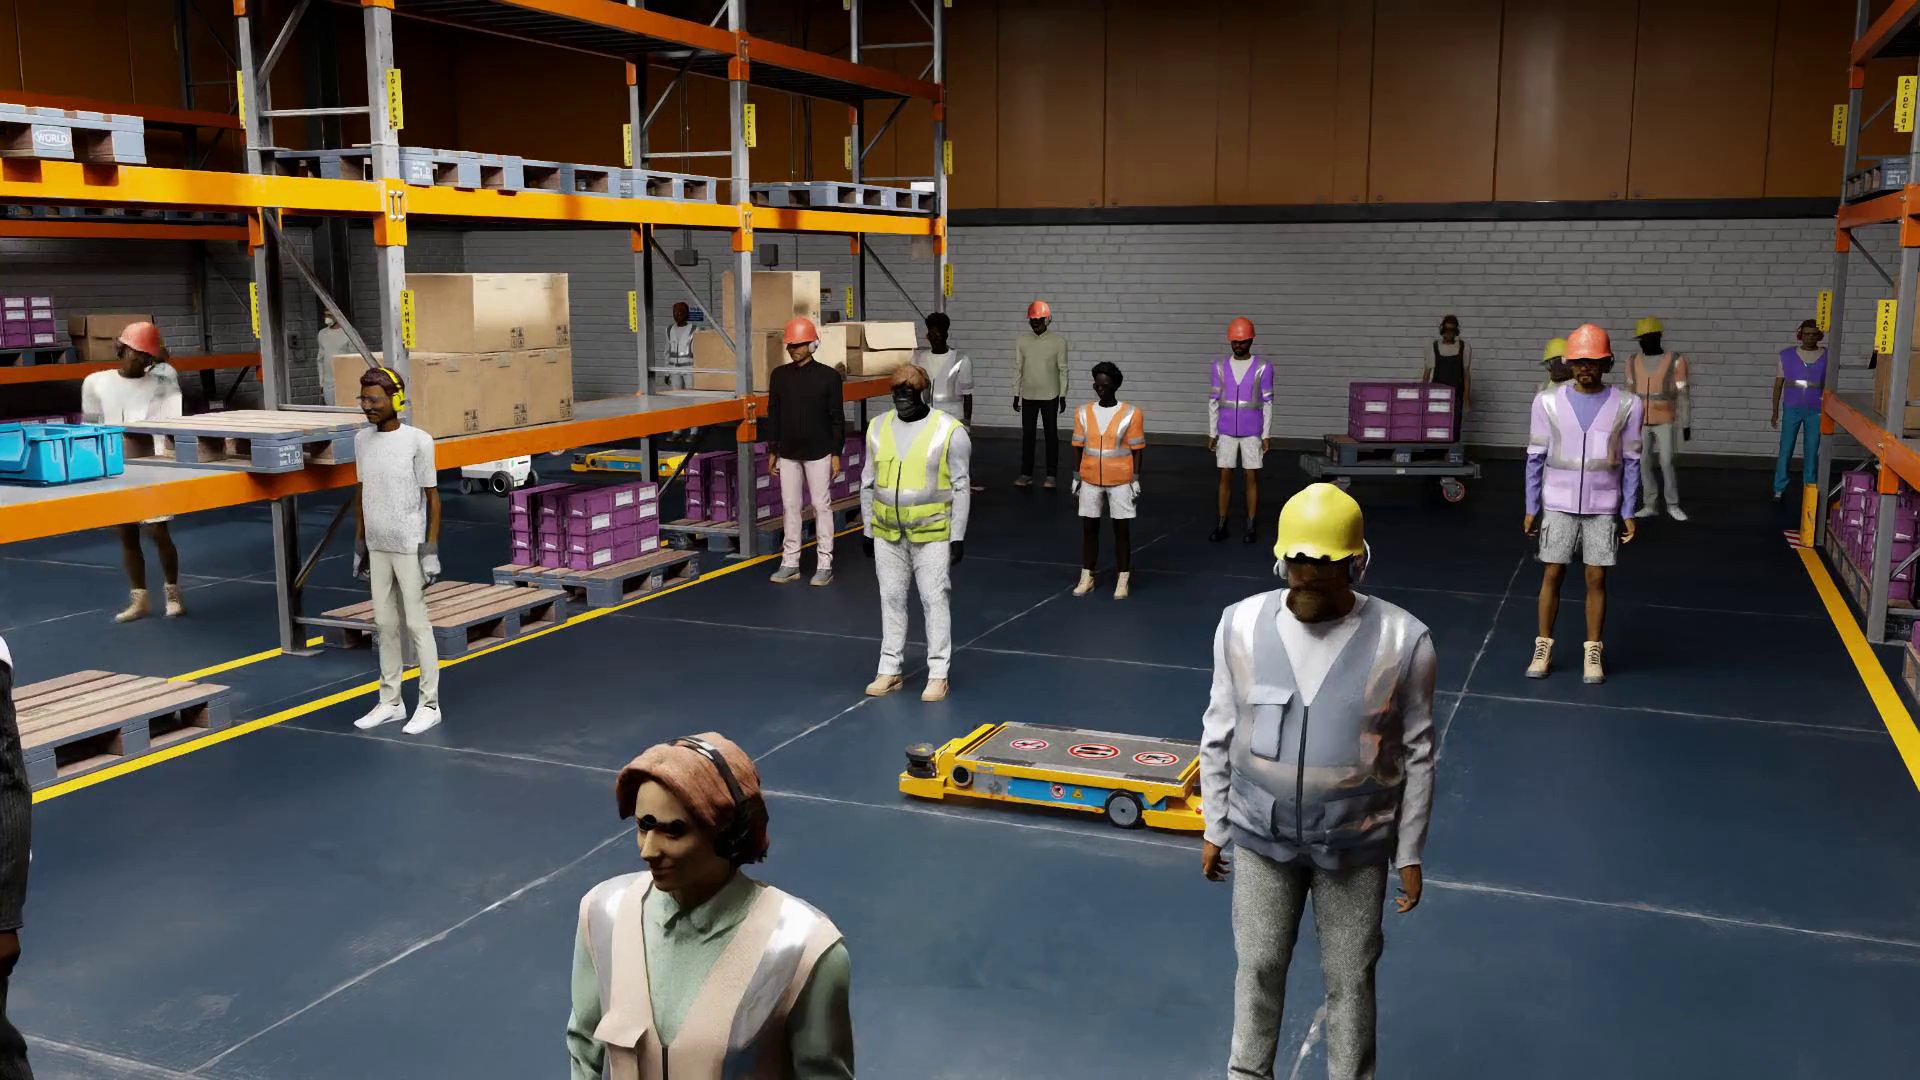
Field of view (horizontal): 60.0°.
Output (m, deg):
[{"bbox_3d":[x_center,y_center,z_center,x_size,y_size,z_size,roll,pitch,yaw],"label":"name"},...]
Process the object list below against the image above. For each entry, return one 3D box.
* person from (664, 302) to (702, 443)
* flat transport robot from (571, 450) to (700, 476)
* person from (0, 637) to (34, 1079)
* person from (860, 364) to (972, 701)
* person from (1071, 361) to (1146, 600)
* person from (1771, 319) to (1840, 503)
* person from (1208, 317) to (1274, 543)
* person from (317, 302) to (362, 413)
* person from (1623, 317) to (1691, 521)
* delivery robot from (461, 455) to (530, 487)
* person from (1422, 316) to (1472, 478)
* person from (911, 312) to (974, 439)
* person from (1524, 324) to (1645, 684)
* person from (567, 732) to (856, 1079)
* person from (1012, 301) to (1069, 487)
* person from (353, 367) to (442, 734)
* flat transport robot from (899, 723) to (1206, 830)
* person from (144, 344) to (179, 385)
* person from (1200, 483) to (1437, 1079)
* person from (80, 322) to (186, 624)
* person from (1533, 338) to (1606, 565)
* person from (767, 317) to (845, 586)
[{"bbox_3d":[-3.709,-2.243,22.306,0.584,1.883,0.337,4,10,22],"label":"person"},{"bbox_3d":[-3.658,-0.890,18.983,1.431,0.197,0.652,4,10,22],"label":"flat transport robot"},{"bbox_3d":[-2.361,0.795,3.800,0.597,1.914,0.372,4,10,22],"label":"person"},{"bbox_3d":[-0.261,-0.037,9.076,0.634,1.839,0.429,4,10,22],"label":"person"},{"bbox_3d":[1.041,-0.421,11.829,0.540,1.695,0.317,4,10,22],"label":"person"},{"bbox_3d":[8.405,-1.276,16.573,0.571,1.840,0.373,4,10,22],"label":"person"},{"bbox_3d":[2.386,-0.933,14.213,0.551,1.932,0.378,4,10,22],"label":"person"},{"bbox_3d":[-7.422,-1.875,19.918,0.635,1.936,0.355,4,10,22],"label":"person"},{"bbox_3d":[6.537,-1.124,15.560,0.703,1.887,0.390,9,13,44],"label":"person"},{"bbox_3d":[-4.817,-0.790,17.236,0.707,0.478,0.477,4,10,22],"label":"delivery robot"},{"bbox_3d":[5.449,-1.596,18.635,0.541,1.814,0.599,2,10,13],"label":"person"},{"bbox_3d":[-0.182,-1.047,14.815,0.613,1.962,0.367,4,10,22],"label":"person"},{"bbox_3d":[3.519,-0.197,9.427,0.615,2.040,0.391,4,10,22],"label":"person"},{"bbox_3d":[-0.408,1.110,2.730,0.523,1.638,0.310,4,10,22],"label":"person"},{"bbox_3d":[0.848,-1.555,17.800,0.623,1.992,0.396,4,10,22],"label":"person"},{"bbox_3d":[-2.867,0.056,8.443,0.534,1.861,0.309,4,10,22],"label":"person"},{"bbox_3d":[0.512,1.023,7.392,1.431,0.197,0.652,4,10,22],"label":"flat transport robot"},{"bbox_3d":[-7.675,-1.117,15.913,0.492,1.740,0.325,4,10,22],"label":"person"},{"bbox_3d":[0.907,0.755,4.304,0.600,1.827,0.404,4,10,22],"label":"person"},{"bbox_3d":[-5.469,-0.439,11.071,0.654,2.003,0.460,-1,9,-6],"label":"person"},{"bbox_3d":[4.833,-0.691,13.220,0.442,1.794,0.631,-8,12,-39],"label":"person"},{"bbox_3d":[-1.161,-0.651,12.332,0.623,1.989,0.401,4,10,22],"label":"person"}]
